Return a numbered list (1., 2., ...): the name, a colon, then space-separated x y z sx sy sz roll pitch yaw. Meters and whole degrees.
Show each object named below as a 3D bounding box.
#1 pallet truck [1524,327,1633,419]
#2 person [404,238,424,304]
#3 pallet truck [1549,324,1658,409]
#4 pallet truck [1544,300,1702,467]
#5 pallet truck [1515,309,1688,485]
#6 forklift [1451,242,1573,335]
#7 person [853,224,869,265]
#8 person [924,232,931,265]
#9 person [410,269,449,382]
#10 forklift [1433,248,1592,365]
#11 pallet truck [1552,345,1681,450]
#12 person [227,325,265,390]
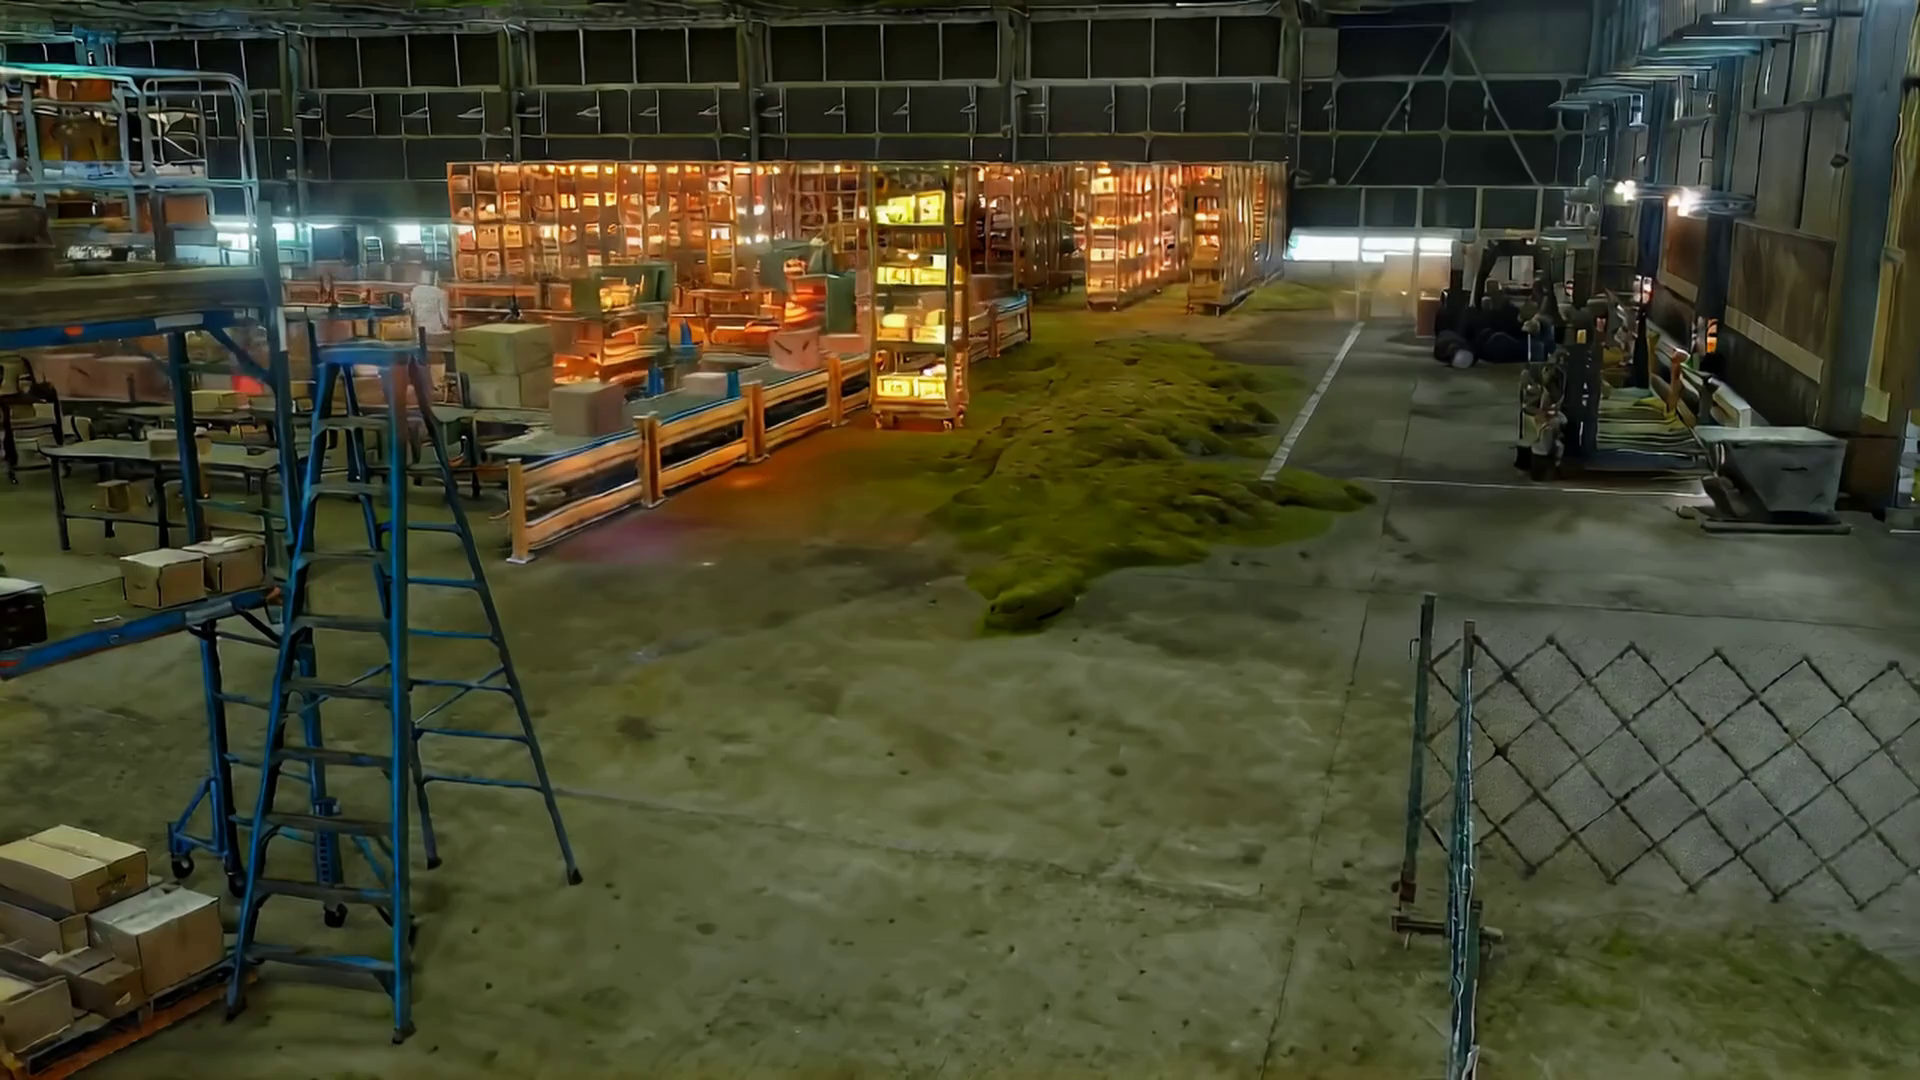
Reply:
1. pallet truck: 9.065 -2.460 24.370 1.522 1.261 0.704 3 13 14
2. person: -13.626 -6.698 41.696 0.791 1.742 0.528 5 14 20
3. pallet truck: 9.824 -2.669 25.407 1.601 1.201 0.680 4 14 16
4. pallet truck: 8.263 -1.952 20.631 1.885 1.965 0.823 5 14 20
5. pallet truck: 7.554 -1.677 19.446 1.885 1.965 0.823 3 13 14
6. forklift: 10.464 -4.597 31.405 2.680 1.987 1.157 4 14 16
7. person: -3.021 -8.814 50.699 0.945 1.807 0.587 5 14 22
8. person: -0.817 -8.684 49.852 1.056 1.926 0.606 1 13 2
9. person: -8.903 -3.613 28.042 0.640 1.897 0.398 2 13 10
10. forklift: 9.780 -4.111 29.280 2.680 1.987 1.157 3 13 14
11. pallet truck: 8.641 -1.896 21.908 1.630 1.274 0.653 4 14 16
12. person: -10.247 -2.719 23.947 0.979 2.010 0.612 2 13 7
